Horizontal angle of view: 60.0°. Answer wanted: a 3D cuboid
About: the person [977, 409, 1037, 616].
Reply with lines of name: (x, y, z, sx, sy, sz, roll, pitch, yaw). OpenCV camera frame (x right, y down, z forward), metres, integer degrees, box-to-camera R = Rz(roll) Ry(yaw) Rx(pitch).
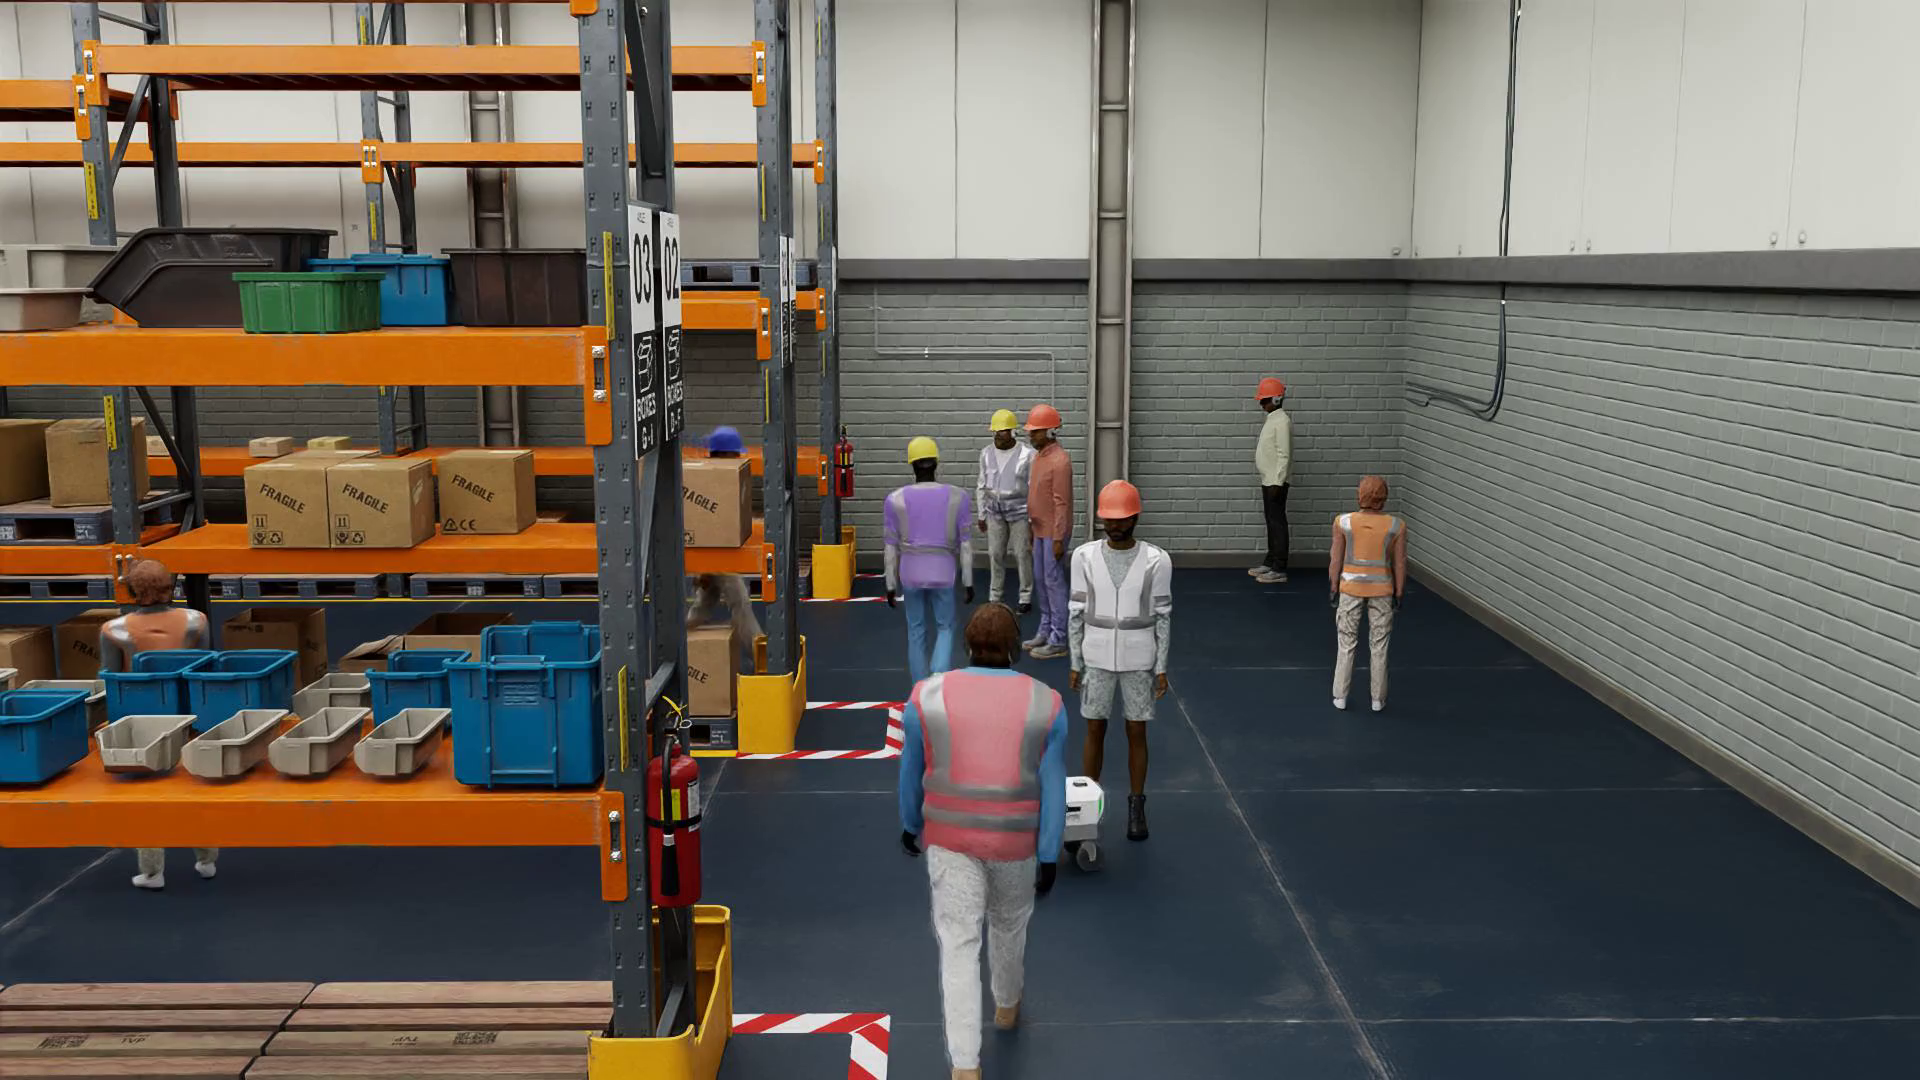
person: (0.420, -0.238, 14.565, 0.600, 1.824, 0.413, 5, 11, 29)

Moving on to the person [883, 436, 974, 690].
person: (-0.209, 0.257, 11.254, 0.625, 1.906, 0.583, 0, 9, -2)

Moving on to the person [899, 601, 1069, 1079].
person: (0.086, 1.121, 6.326, 0.634, 1.799, 0.955, 0, 9, 1)

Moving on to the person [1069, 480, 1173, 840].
person: (0.843, 0.638, 8.827, 0.548, 1.937, 0.379, 2, 9, 12)

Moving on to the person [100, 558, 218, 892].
person: (-3.915, 0.898, 8.171, 0.518, 1.633, 0.314, -7, 12, -37)

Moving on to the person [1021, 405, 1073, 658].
person: (0.683, -0.071, 13.034, 0.413, 1.985, 0.616, -3, 10, -15)

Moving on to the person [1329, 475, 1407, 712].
person: (2.789, 0.372, 11.402, 0.519, 1.633, 0.312, 2, 10, 13)

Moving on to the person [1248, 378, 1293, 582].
person: (3.031, -0.583, 16.156, 0.392, 1.988, 0.608, 0, 9, 0)
